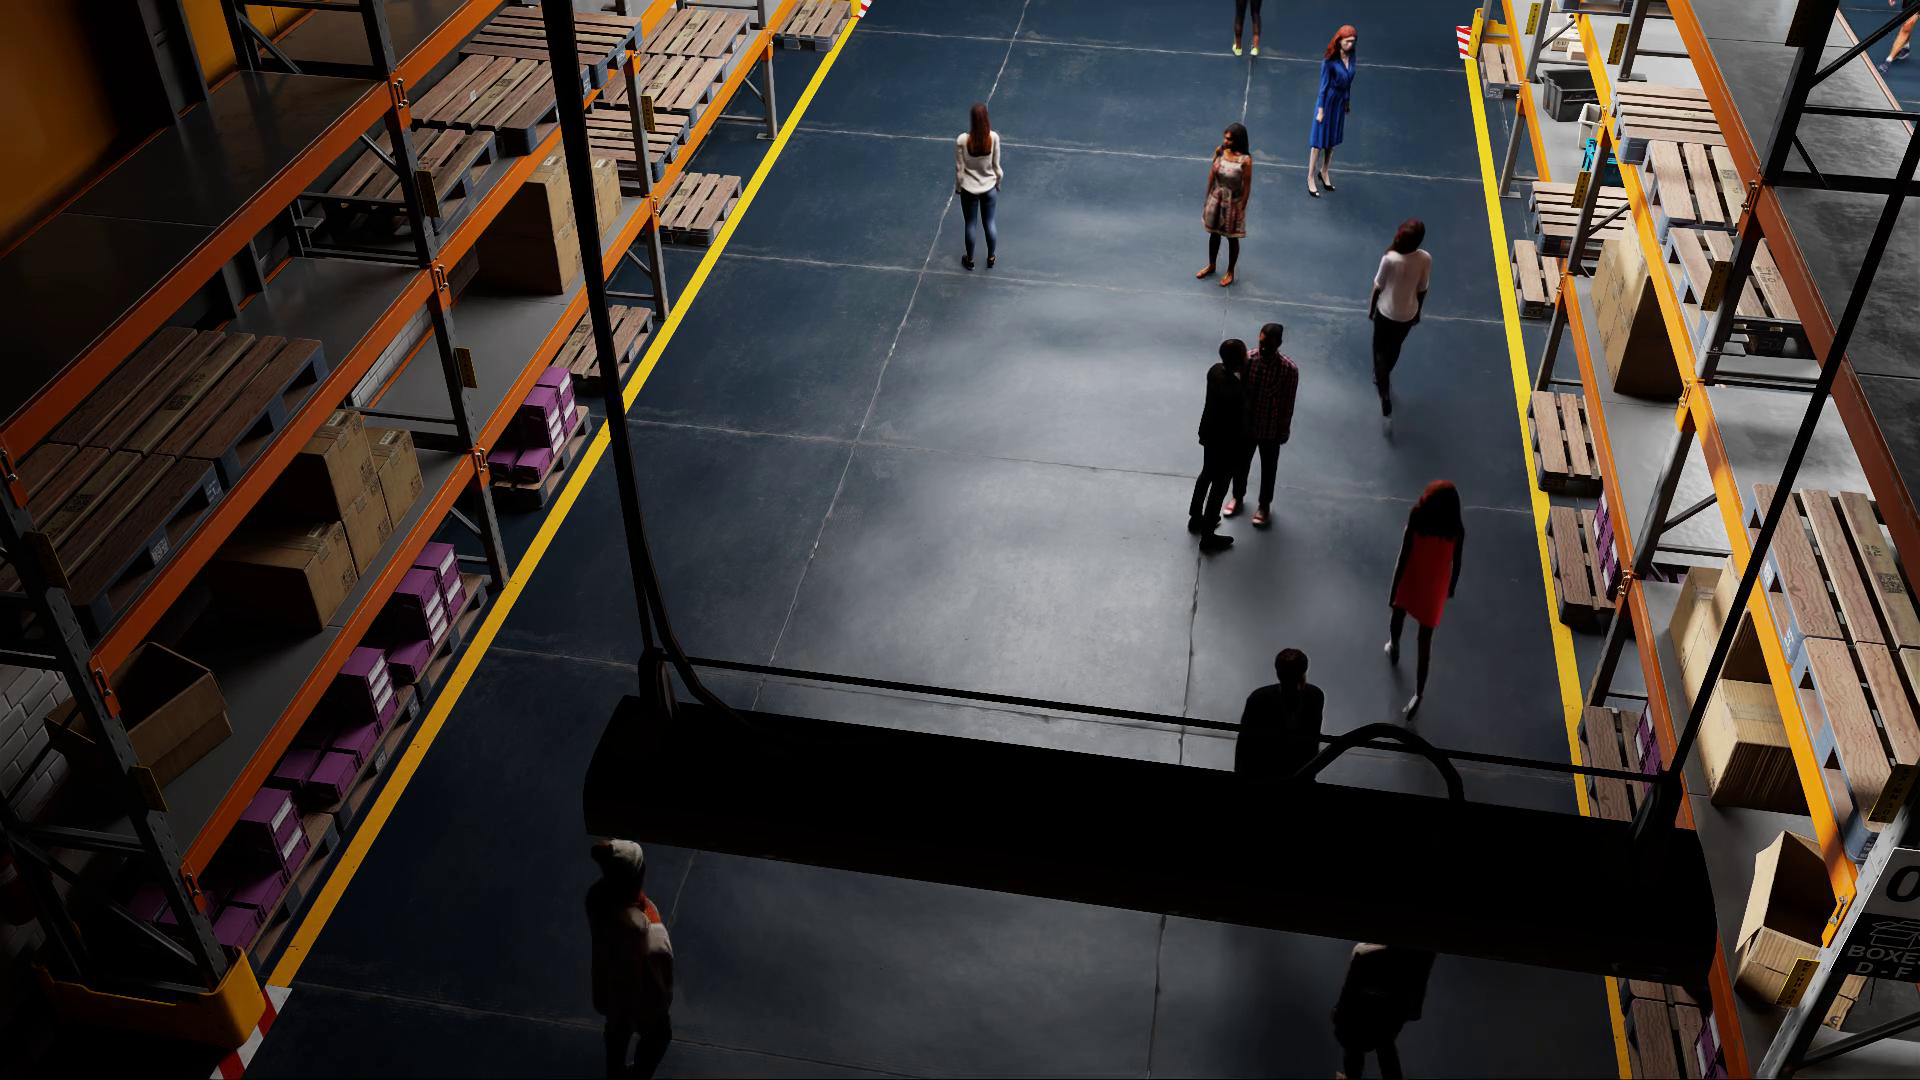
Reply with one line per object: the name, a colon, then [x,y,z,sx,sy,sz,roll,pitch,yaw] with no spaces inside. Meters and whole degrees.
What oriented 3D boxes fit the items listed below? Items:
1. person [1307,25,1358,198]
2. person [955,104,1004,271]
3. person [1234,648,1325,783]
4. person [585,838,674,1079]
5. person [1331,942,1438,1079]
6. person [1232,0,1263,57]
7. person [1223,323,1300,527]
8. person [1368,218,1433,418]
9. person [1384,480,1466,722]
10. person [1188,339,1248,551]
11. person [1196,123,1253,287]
person: [3.882,-4.494,17.365,0.712,1.826,0.772,-23,44,-26]
person: [0.185,-3.420,16.126,0.682,1.695,0.656,-5,39,-7]
person: [1.880,1.363,9.978,0.778,1.894,0.762,-9,39,-11]
person: [-1.818,2.342,8.779,0.938,1.860,0.874,-13,40,-15]
person: [2.207,2.524,8.647,0.816,1.740,0.957,-7,39,-9]
person: [3.519,-6.748,20.249,0.609,1.750,0.614,2,39,2]
person: [2.344,-0.922,12.947,0.730,1.759,0.676,15,41,18]
person: [3.706,-1.856,14.105,0.724,1.772,1.099,1,39,1]
person: [3.132,0.420,11.245,0.669,1.786,1.157,4,39,5]
person: [1.983,-0.741,12.689,0.779,1.797,0.622,-9,39,-11]
person: [2.572,-3.244,15.947,0.725,1.643,0.719,29,47,31]
